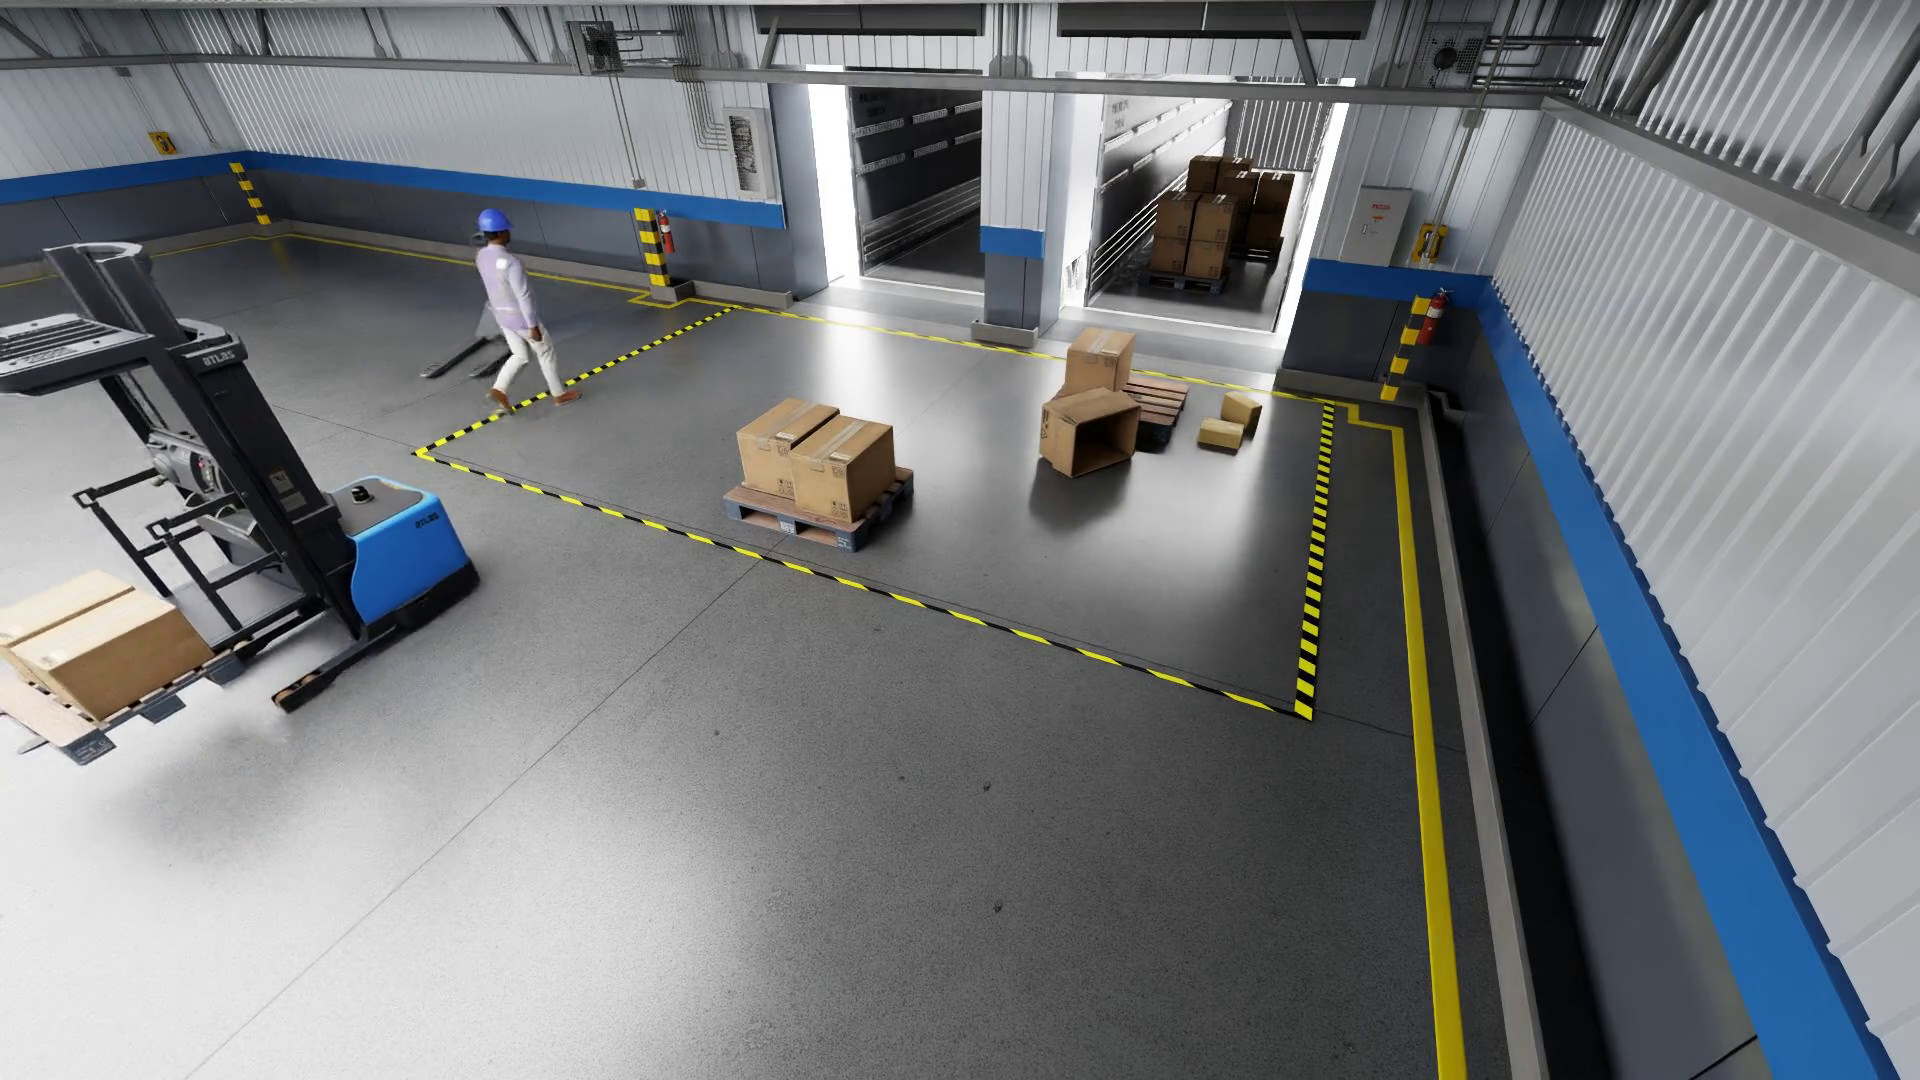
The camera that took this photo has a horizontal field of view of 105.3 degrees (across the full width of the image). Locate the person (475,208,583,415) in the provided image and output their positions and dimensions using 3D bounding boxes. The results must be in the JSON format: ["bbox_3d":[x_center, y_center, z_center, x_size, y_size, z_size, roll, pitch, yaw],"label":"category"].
[{"bbox_3d":[-4.303,-2.103,6.998,0.619,1.914,0.879,20,40,25],"label":"person"}]

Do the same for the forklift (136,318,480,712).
[{"bbox_3d":[-3.882,-0.350,4.422,0.716,2.013,0.776,15,38,20],"label":"forklift"}]

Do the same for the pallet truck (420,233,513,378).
[{"bbox_3d":[-5.664,-2.712,8.427,0.680,1.201,1.601,0,35,-1],"label":"pallet truck"}]
